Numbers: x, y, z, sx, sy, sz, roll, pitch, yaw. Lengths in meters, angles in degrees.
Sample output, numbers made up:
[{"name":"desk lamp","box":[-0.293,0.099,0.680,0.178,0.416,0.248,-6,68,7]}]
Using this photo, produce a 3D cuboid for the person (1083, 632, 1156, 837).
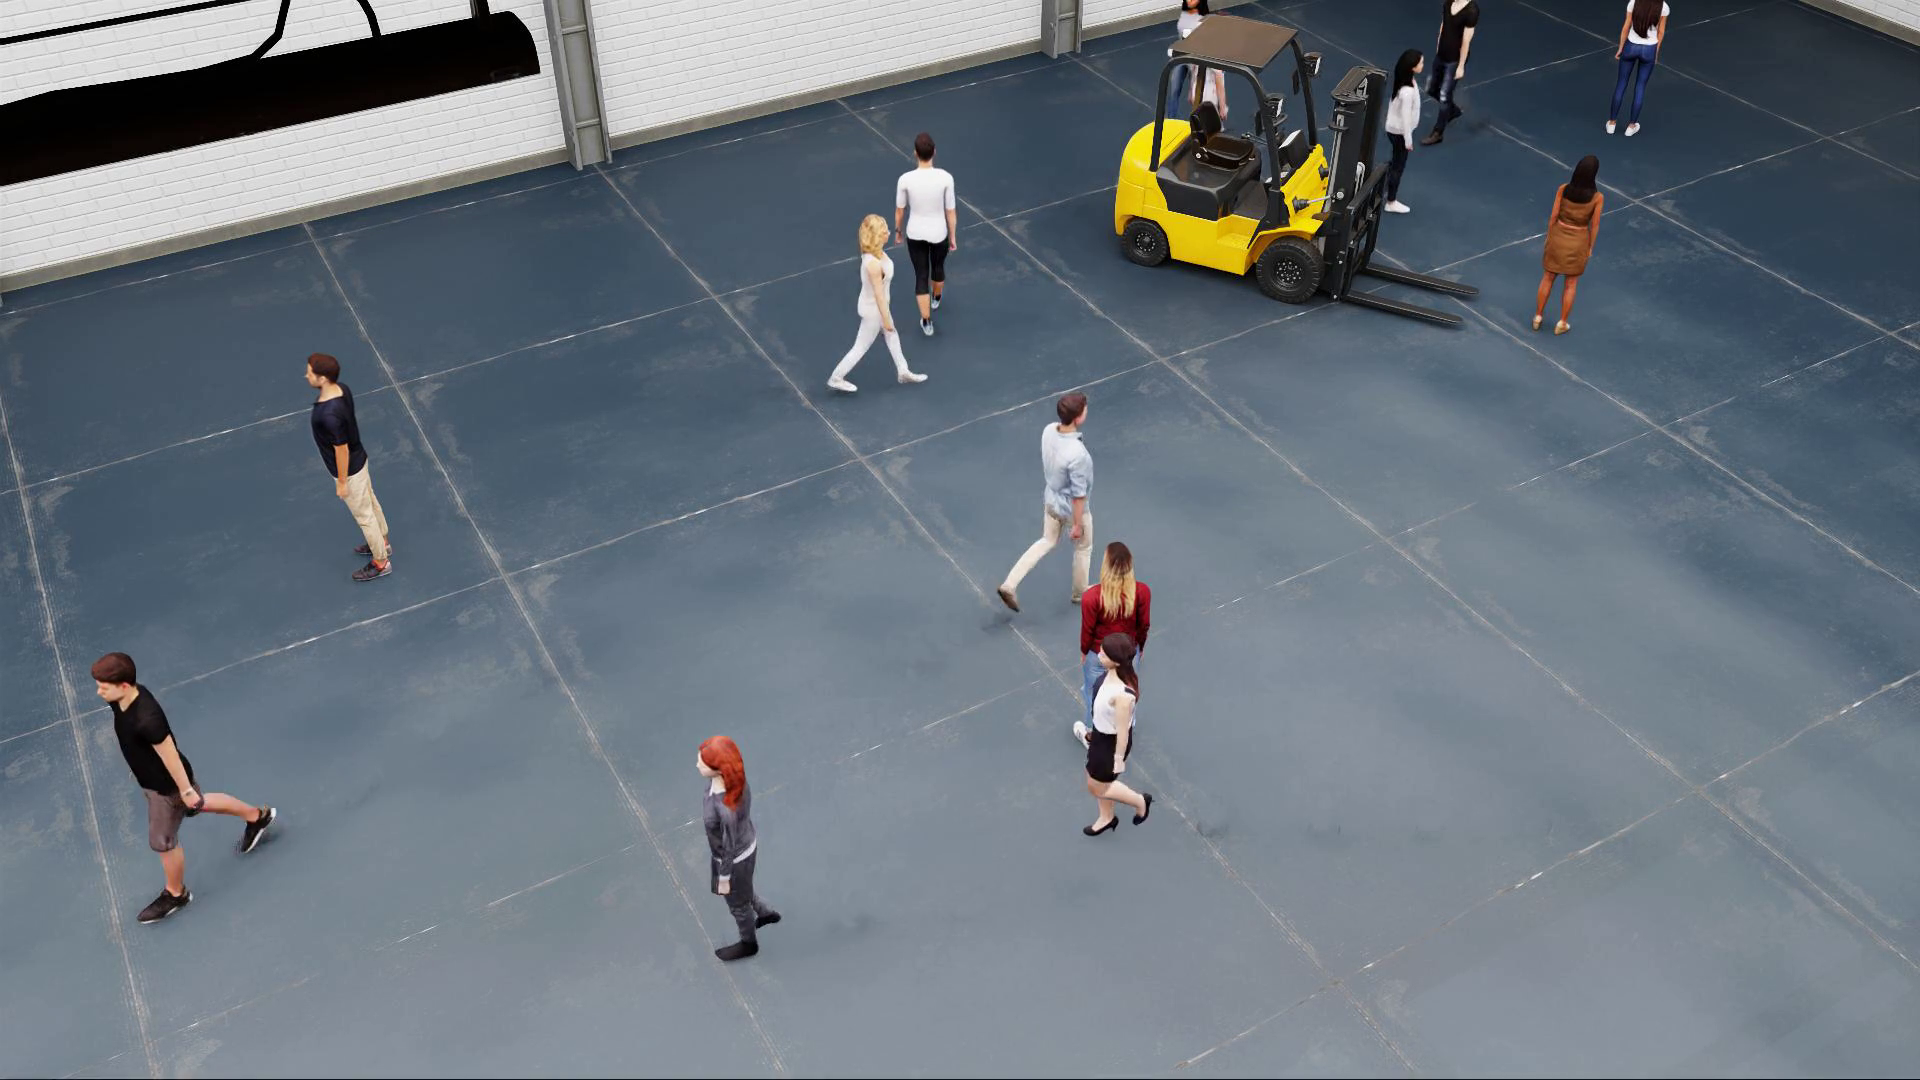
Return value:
[{"name":"person","box":[0.989,1.202,9.954,0.788,1.632,0.695,-6,39,-7]}]

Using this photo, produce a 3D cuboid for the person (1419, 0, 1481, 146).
[{"name":"person","box":[5.300,-5.128,17.679,0.831,1.882,0.690,-16,41,-20]}]

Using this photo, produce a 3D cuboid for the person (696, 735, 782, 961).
[{"name":"person","box":[-1.176,1.710,9.207,0.732,1.772,0.710,-6,39,-7]}]

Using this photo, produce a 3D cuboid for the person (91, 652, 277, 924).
[{"name":"person","box":[-4.523,1.316,9.646,1.269,1.838,0.903,-32,48,-33]}]

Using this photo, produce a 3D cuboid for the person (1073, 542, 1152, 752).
[{"name":"person","box":[0.971,0.688,10.598,0.538,1.631,0.708,-8,39,-10]}]

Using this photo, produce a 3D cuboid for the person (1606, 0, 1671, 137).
[{"name":"person","box":[7.298,-5.224,17.887,0.670,1.774,0.682,20,43,23]}]

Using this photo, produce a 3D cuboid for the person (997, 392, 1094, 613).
[{"name":"person","box":[0.652,-0.212,11.572,1.071,1.823,0.651,-19,42,-22]}]

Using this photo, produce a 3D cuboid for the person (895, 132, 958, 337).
[{"name":"person","box":[-0.293,-2.649,14.621,1.081,1.825,1.036,-1,39,-2]}]

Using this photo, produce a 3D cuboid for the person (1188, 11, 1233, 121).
[{"name":"person","box":[2.417,-4.458,16.877,0.717,1.837,0.742,-12,40,-14]}]

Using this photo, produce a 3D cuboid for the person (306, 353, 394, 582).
[{"name":"person","box":[-4.386,-0.543,11.956,0.637,1.859,0.690,-7,39,-9]}]

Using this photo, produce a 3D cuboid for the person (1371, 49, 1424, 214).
[{"name":"person","box":[4.313,-4.069,16.503,0.808,1.696,0.775,3,39,4]}]

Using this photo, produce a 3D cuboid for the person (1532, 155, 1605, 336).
[{"name":"person","box":[5.363,-2.601,14.671,0.649,1.688,0.665,19,42,22]}]

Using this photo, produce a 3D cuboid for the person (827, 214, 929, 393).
[{"name":"person","box":[-0.802,-1.927,13.876,1.185,1.627,0.937,-3,39,-3]}]

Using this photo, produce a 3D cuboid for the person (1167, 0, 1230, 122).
[{"name":"person","box":[2.555,-5.106,17.798,1.130,1.700,0.658,-22,43,-25]}]
